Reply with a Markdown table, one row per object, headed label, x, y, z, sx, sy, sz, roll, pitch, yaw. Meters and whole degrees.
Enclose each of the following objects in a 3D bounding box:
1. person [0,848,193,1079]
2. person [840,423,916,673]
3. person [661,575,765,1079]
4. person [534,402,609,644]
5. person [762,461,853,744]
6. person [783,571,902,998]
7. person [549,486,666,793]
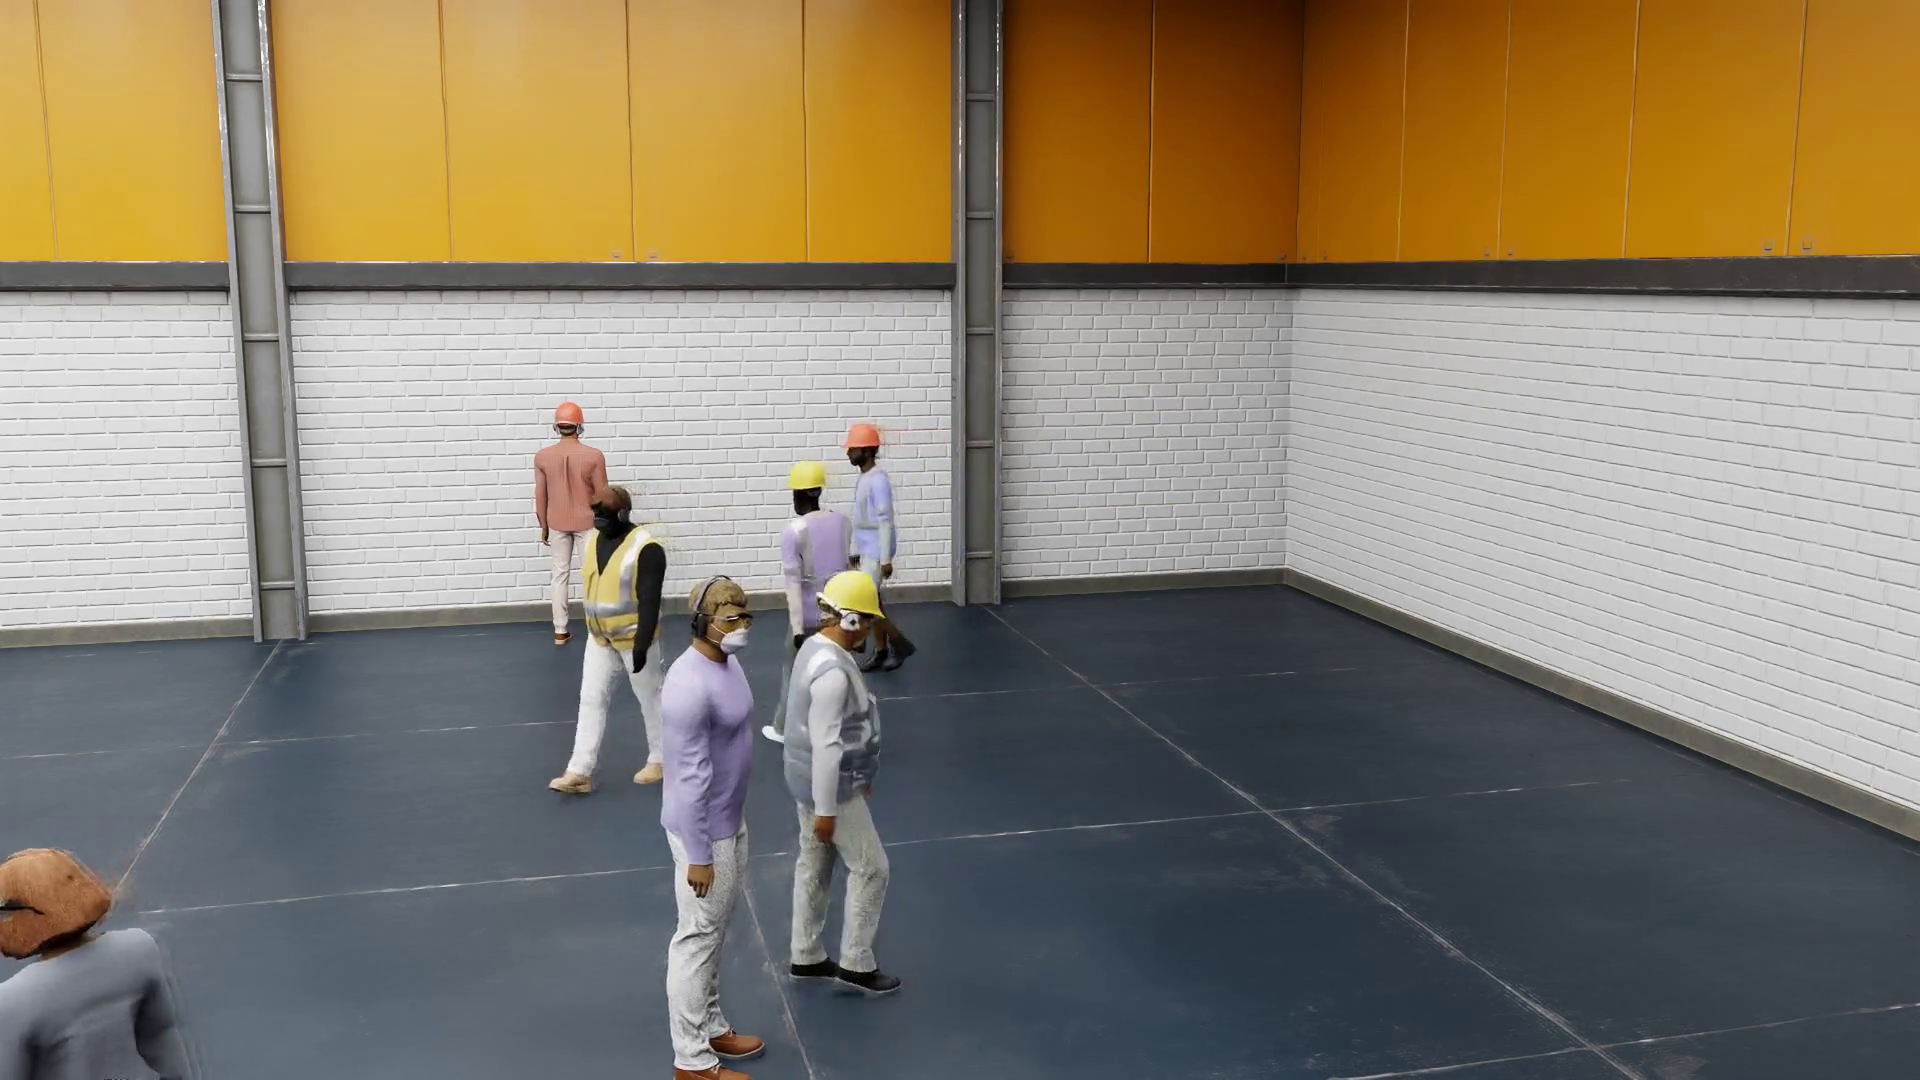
| label | x | y | z | sx | sy | sz | roll | pitch | yaw |
| --- | --- | --- | --- | --- | --- | --- | --- | --- | --- |
| person | -2.169 | 1.563 | 4.235 | 0.481 | 1.607 | 0.542 | 4 | 10 | 25 |
| person | -0.670 | 0.079 | 12.529 | 0.455 | 1.925 | 0.555 | -2 | 9 | -12 |
| person | -0.928 | 1.083 | 6.208 | 0.355 | 1.936 | 0.633 | 1 | 9 | 3 |
| person | -3.154 | -0.133 | 13.606 | 0.611 | 1.997 | 0.375 | 0 | 9 | 2 |
| person | -0.890 | 0.438 | 10.446 | 0.583 | 1.881 | 1.010 | -8 | 12 | -41 |
| person | -0.471 | 1.022 | 7.028 | 0.591 | 1.793 | 0.598 | -2 | 9 | -15 |
| person | -2.030 | 0.589 | 9.679 | 0.655 | 1.799 | 0.898 | 6 | 11 | 32 |
